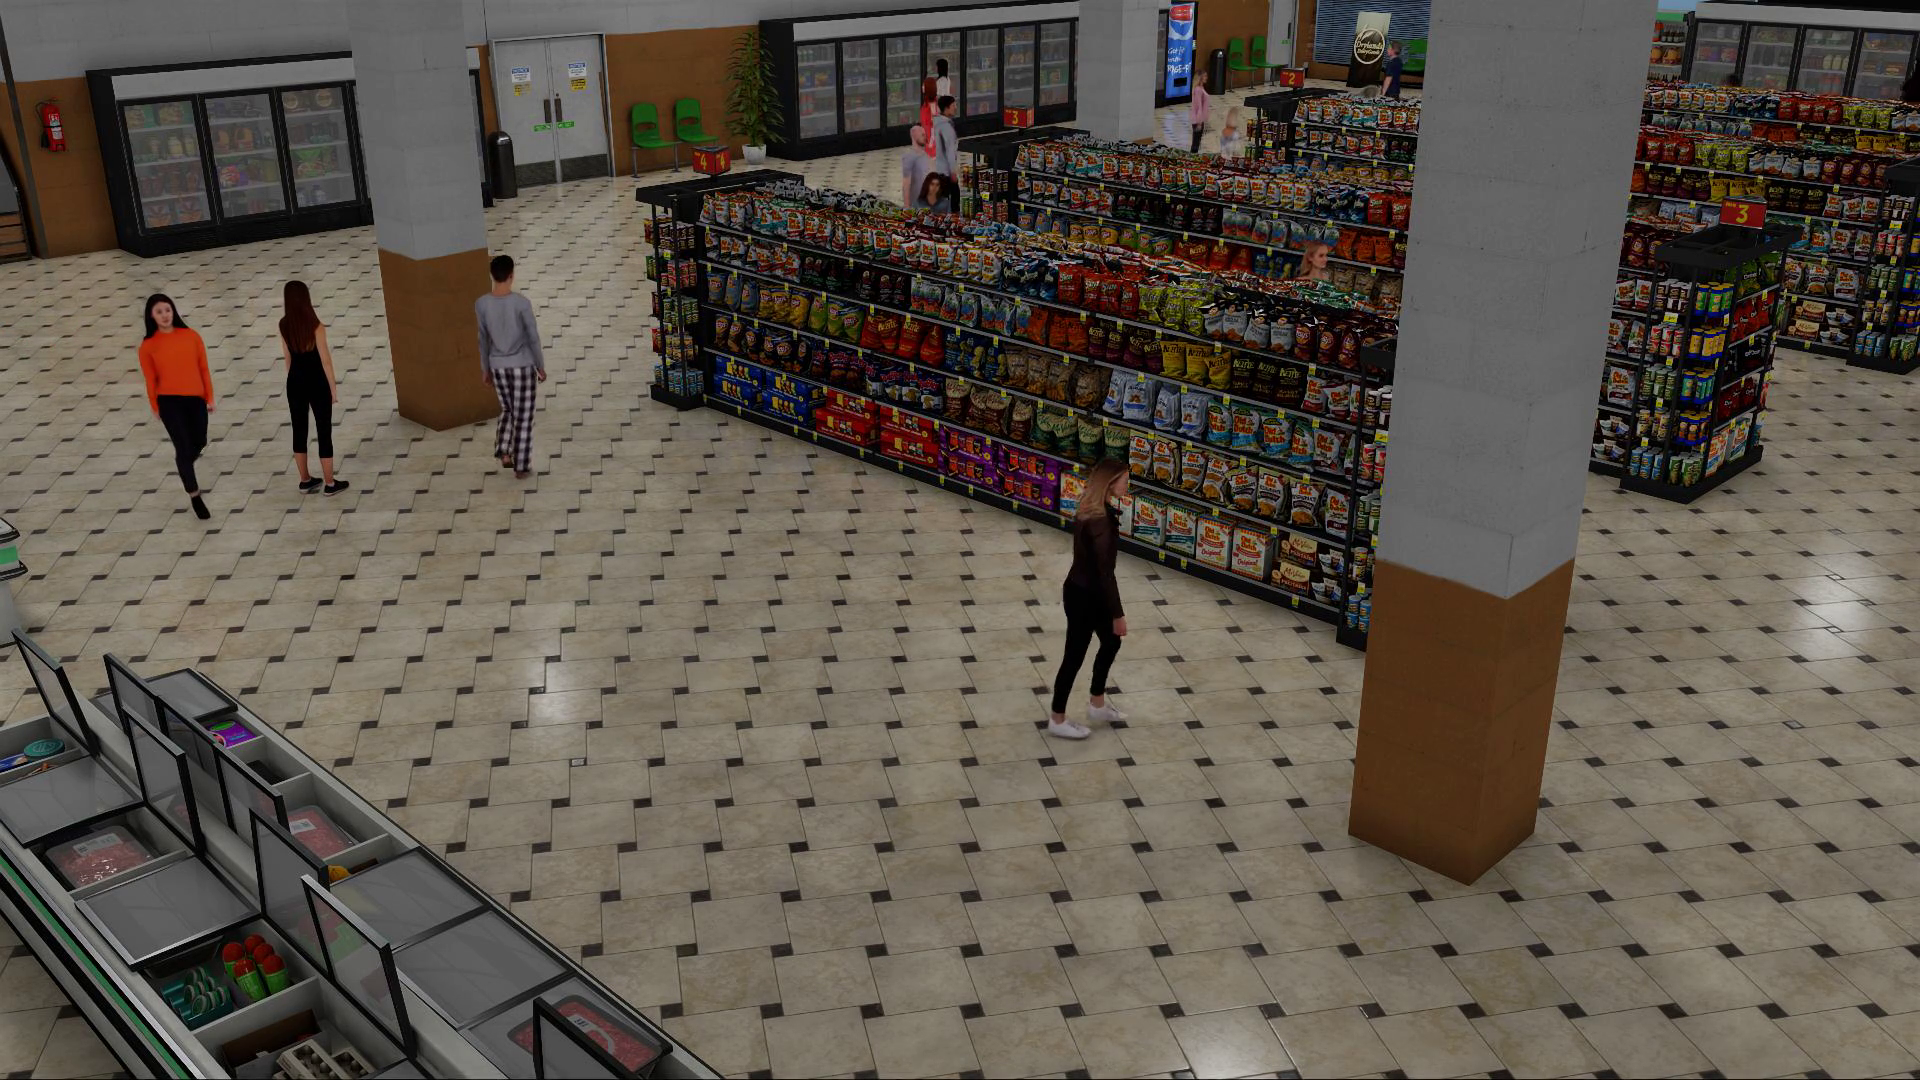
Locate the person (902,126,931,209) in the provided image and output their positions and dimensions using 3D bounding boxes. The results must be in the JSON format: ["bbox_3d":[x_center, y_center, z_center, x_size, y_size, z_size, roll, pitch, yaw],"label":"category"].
[{"bbox_3d":[-0.614,-4.166,20.434,0.928,1.827,0.859,6,23,16],"label":"person"}]

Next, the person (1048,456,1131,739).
[{"bbox_3d":[0.646,0.331,9.444,0.893,1.678,0.839,3,22,8],"label":"person"}]

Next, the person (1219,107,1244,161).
[{"bbox_3d":[3.571,-4.956,22.575,0.731,1.698,1.072,-18,28,-38],"label":"person"}]

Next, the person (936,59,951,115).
[{"bbox_3d":[-0.306,-7.642,29.341,0.737,1.637,0.708,3,22,8],"label":"person"}]

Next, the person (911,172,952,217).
[{"bbox_3d":[-0.326,-3.178,18.165,0.875,1.686,0.962,-2,22,-6],"label":"person"}]

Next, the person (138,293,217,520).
[{"bbox_3d":[-6.025,-1.057,12.840,0.621,1.721,1.073,-20,29,-40],"label":"person"}]

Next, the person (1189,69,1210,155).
[{"bbox_3d":[3.908,-6.888,27.395,0.717,1.688,0.686,4,22,9],"label":"person"}]

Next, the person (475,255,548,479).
[{"bbox_3d":[-3.644,-1.362,13.444,0.777,1.836,0.843,3,22,8],"label":"person"}]

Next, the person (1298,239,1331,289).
[{"bbox_3d":[2.916,-1.697,14.326,0.731,1.801,1.134,-13,25,-30],"label":"person"}]

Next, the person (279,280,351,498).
[{"bbox_3d":[-5.185,-1.205,13.204,0.615,1.724,0.701,4,22,10],"label":"person"}]

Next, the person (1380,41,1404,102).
[{"bbox_3d":[7.871,-8.016,29.985,0.952,1.852,0.845,9,24,22],"label":"person"}]

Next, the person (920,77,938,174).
[{"bbox_3d":[-0.435,-6.066,25.165,0.738,1.826,0.652,-2,22,-6],"label":"person"}]
